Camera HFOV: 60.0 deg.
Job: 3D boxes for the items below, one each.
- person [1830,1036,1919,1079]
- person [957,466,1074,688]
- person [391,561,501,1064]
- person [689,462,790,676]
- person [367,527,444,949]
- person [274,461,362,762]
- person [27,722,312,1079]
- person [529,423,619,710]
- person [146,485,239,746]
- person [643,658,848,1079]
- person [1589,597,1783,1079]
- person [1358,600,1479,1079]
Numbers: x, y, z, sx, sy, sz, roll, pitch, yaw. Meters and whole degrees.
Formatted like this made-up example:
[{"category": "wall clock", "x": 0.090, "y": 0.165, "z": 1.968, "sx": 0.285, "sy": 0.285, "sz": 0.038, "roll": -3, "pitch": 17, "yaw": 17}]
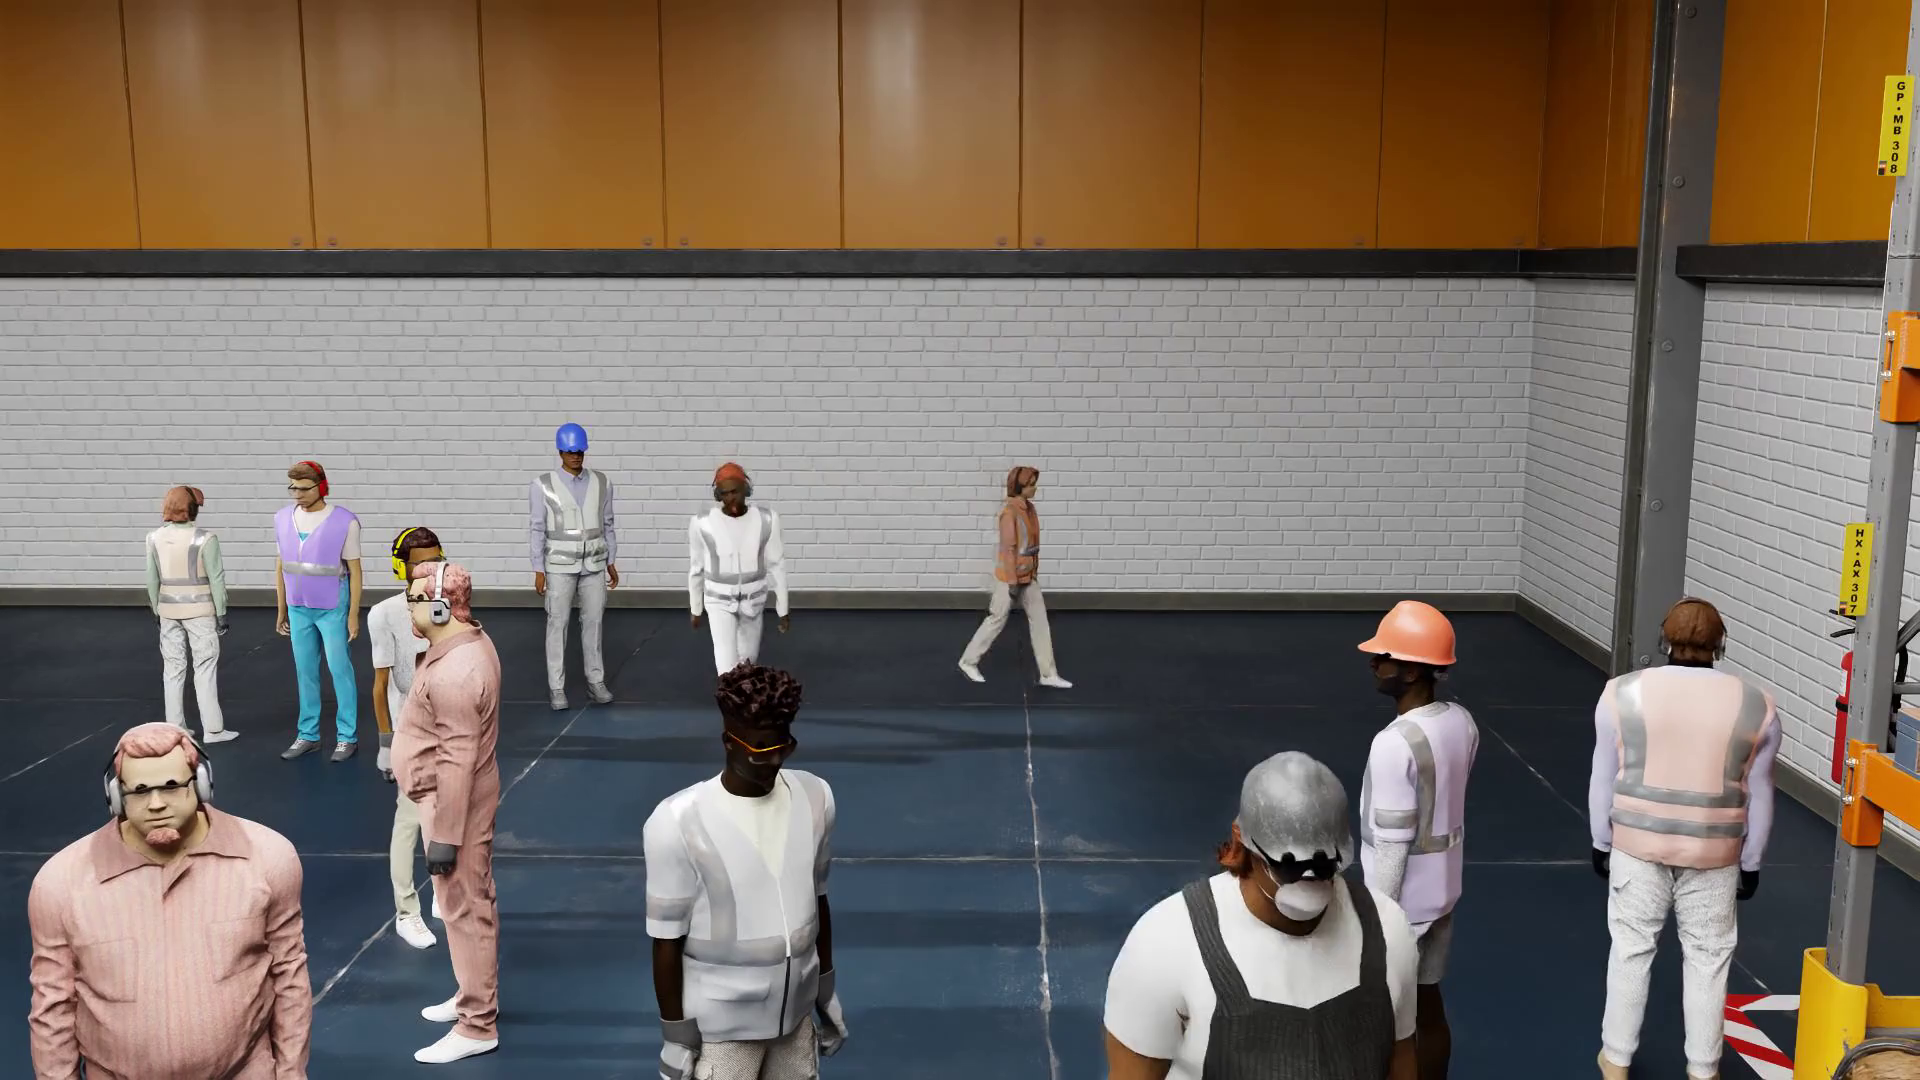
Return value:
[{"category": "person", "x": 1.419, "y": 1.668, "z": 2.664, "sx": 0.508, "sy": 1.846, "sz": 0.345, "roll": 3, "pitch": 10, "yaw": 18}, {"category": "person", "x": 0.361, "y": 0.258, "z": 11.855, "sx": 0.849, "sy": 1.598, "sz": 0.530, "roll": 4, "pitch": 10, "yaw": 25}, {"category": "person", "x": -1.947, "y": 1.022, "z": 6.353, "sx": 0.410, "sy": 1.909, "sz": 0.643, "roll": -2, "pitch": 10, "yaw": -12}, {"category": "person", "x": -1.398, "y": 0.390, "z": 10.430, "sx": 0.614, "sy": 1.827, "sz": 1.067, "roll": -3, "pitch": 10, "yaw": -19}, {"category": "person", "x": -2.373, "y": 0.864, "z": 7.430, "sx": 0.321, "sy": 1.863, "sz": 0.532, "roll": 6, "pitch": 11, "yaw": 31}, {"category": "person", "x": -3.890, "y": 0.427, "z": 10.120, "sx": 0.563, "sy": 1.838, "sz": 0.390, "roll": 2, "pitch": 10, "yaw": 12}, {"category": "person", "x": -1.949, "y": 1.386, "z": 4.174, "sx": 0.642, "sy": 1.909, "sz": 0.409, "roll": -5, "pitch": 11, "yaw": -28}, {"category": "person", "x": -2.617, "y": 0.171, "z": 11.324, "sx": 0.616, "sy": 1.946, "sz": 0.392, "roll": -6, "pitch": 11, "yaw": -34}, {"category": "person", "x": -4.829, "y": 0.477, "z": 10.423, "sx": 0.523, "sy": 1.636, "sz": 0.310, "roll": 2, "pitch": 10, "yaw": 11}, {"category": "person", "x": -0.573, "y": 1.288, "z": 4.602, "sx": 0.603, "sy": 1.959, "sz": 0.372, "roll": -8, "pitch": 13, "yaw": -41}, {"category": "person", "x": 2.599, "y": 1.114, "z": 6.035, "sx": 0.615, "sy": 1.835, "sz": 0.428, "roll": 4, "pitch": 10, "yaw": 21}, {"category": "person", "x": 1.456, "y": 1.153, "z": 5.457, "sx": 0.343, "sy": 1.942, "sz": 0.552, "roll": 8, "pitch": 12, "yaw": 40}]
